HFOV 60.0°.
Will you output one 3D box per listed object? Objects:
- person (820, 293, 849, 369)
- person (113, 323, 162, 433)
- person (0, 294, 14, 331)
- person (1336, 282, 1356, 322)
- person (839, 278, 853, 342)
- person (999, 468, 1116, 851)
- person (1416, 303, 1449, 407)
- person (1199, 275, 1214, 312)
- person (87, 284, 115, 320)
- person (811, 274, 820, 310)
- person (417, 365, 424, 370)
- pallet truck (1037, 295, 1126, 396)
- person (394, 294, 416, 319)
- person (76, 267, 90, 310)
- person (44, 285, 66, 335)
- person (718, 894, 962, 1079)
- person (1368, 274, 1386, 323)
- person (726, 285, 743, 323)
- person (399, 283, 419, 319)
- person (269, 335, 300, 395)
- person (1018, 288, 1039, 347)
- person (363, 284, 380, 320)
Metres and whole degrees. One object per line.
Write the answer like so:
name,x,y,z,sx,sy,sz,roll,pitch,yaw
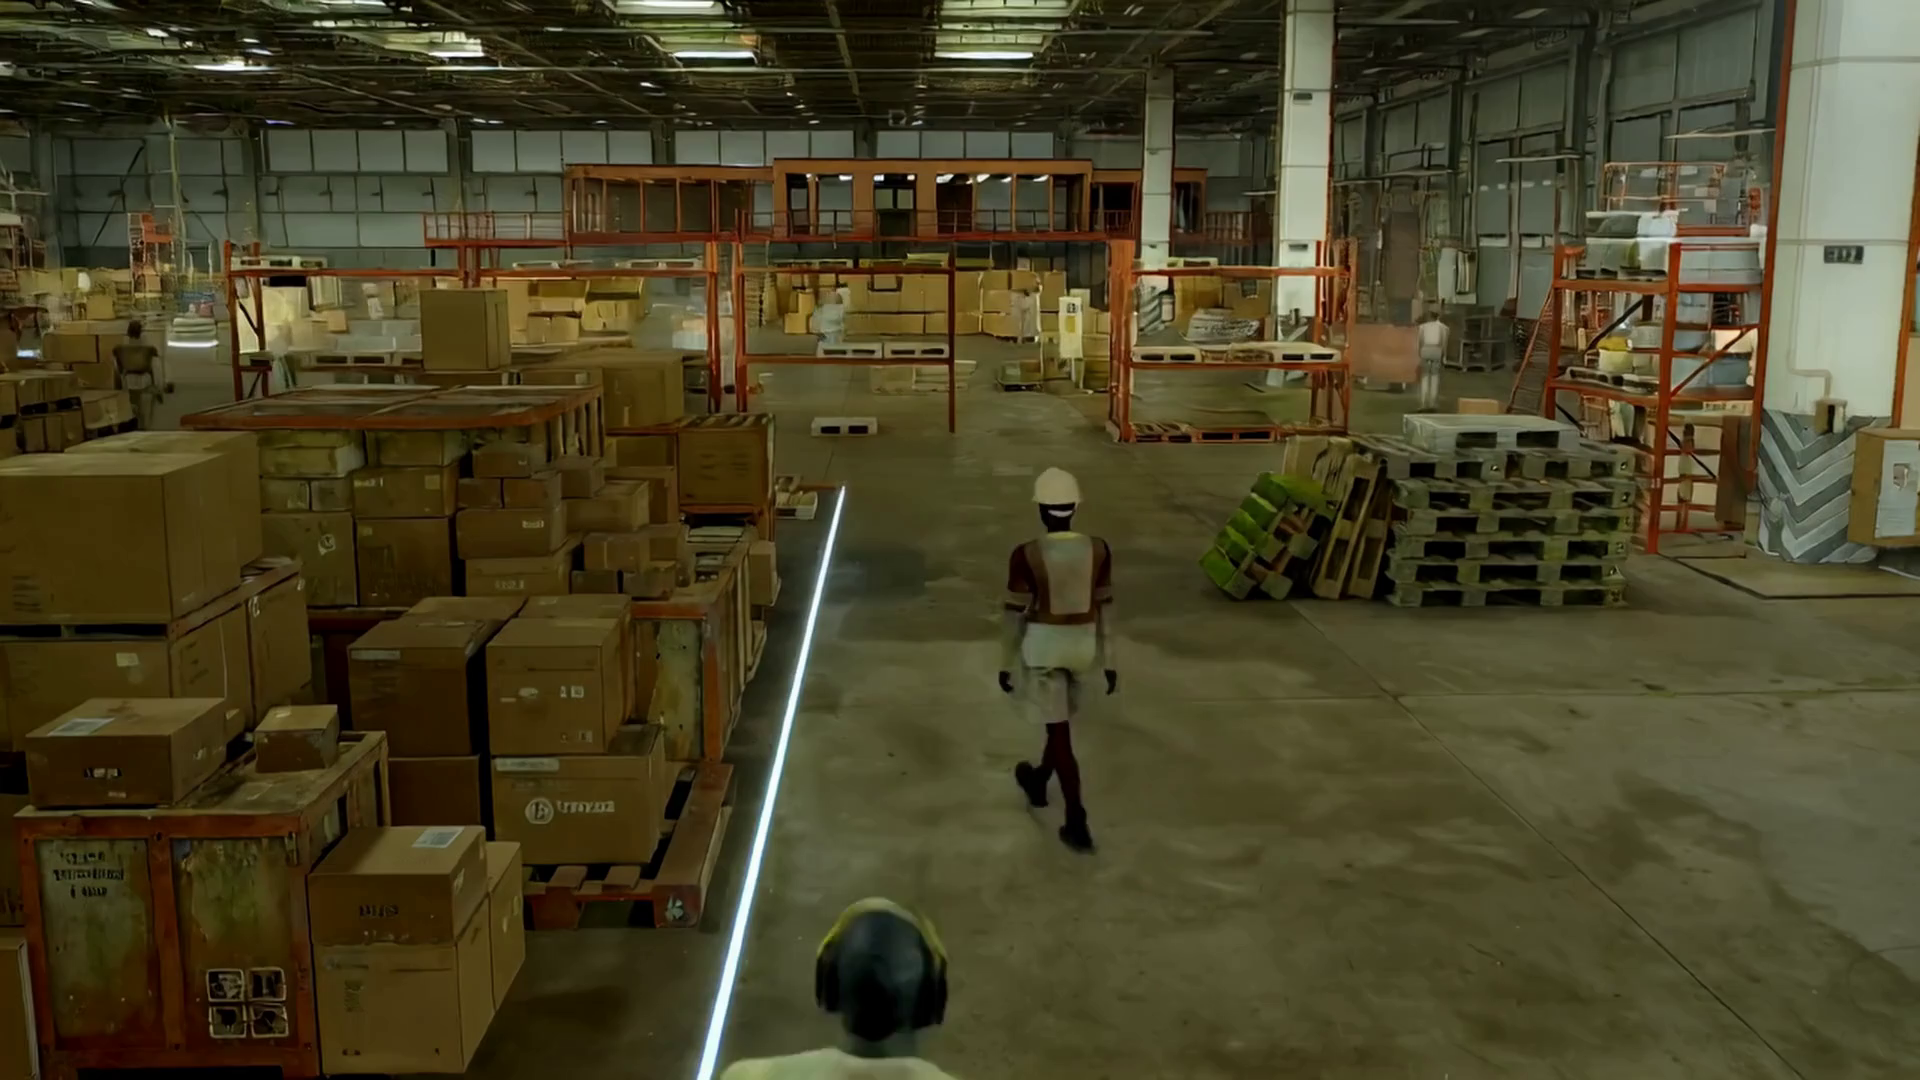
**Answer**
person,-3.009,-5.011,39.915,0.705,1.809,0.431,-1,10,-6
person,-11.742,-2.154,23.793,0.604,1.864,1.006,-5,11,-25
person,-21.450,-4.584,37.353,0.519,1.865,0.327,1,10,4
person,11.628,-6.862,50.228,0.632,1.799,0.929,1,10,6
person,-3.487,-6.958,50.410,0.452,1.920,0.648,7,12,32
person,0.475,0.572,8.554,0.566,1.882,1.011,-4,11,-21
person,8.609,-3.357,30.354,0.569,1.926,0.604,5,11,25
person,10.588,-10.769,71.475,0.612,1.986,0.407,3,11,18
person,-21.326,-5.361,41.311,0.623,1.992,0.397,-6,12,-30
person,-5.271,-8.798,60.770,0.358,1.883,0.572,2,10,9
person,-6.231,-1.481,19.944,0.421,1.913,0.598,6,12,31
pallet truck,2.483,-3.881,33.060,1.885,1.965,0.823,-7,13,-36
person,-13.108,-4.906,39.293,0.538,1.815,1.023,-9,13,-40
person,-39.211,-11.273,74.494,0.652,1.906,0.405,5,11,24
person,-23.446,-5.676,43.282,0.628,1.905,1.029,1,10,5
person,-0.147,1.545,3.112,0.649,1.885,1.018,2,10,11
person,14.448,-8.234,57.565,0.597,1.911,0.425,-1,10,-6
person,-6.317,-6.260,46.823,0.516,1.826,0.729,-4,11,-22
person,-15.470,-6.268,46.673,0.579,1.901,0.933,-8,13,-38
person,-8.647,-1.696,21.387,0.861,1.867,0.590,0,10,-3
person,2.006,-6.449,48.199,0.496,1.701,0.869,10,14,43
person,-15.531,-5.840,44.189,0.719,1.923,0.555,-2,10,-13
